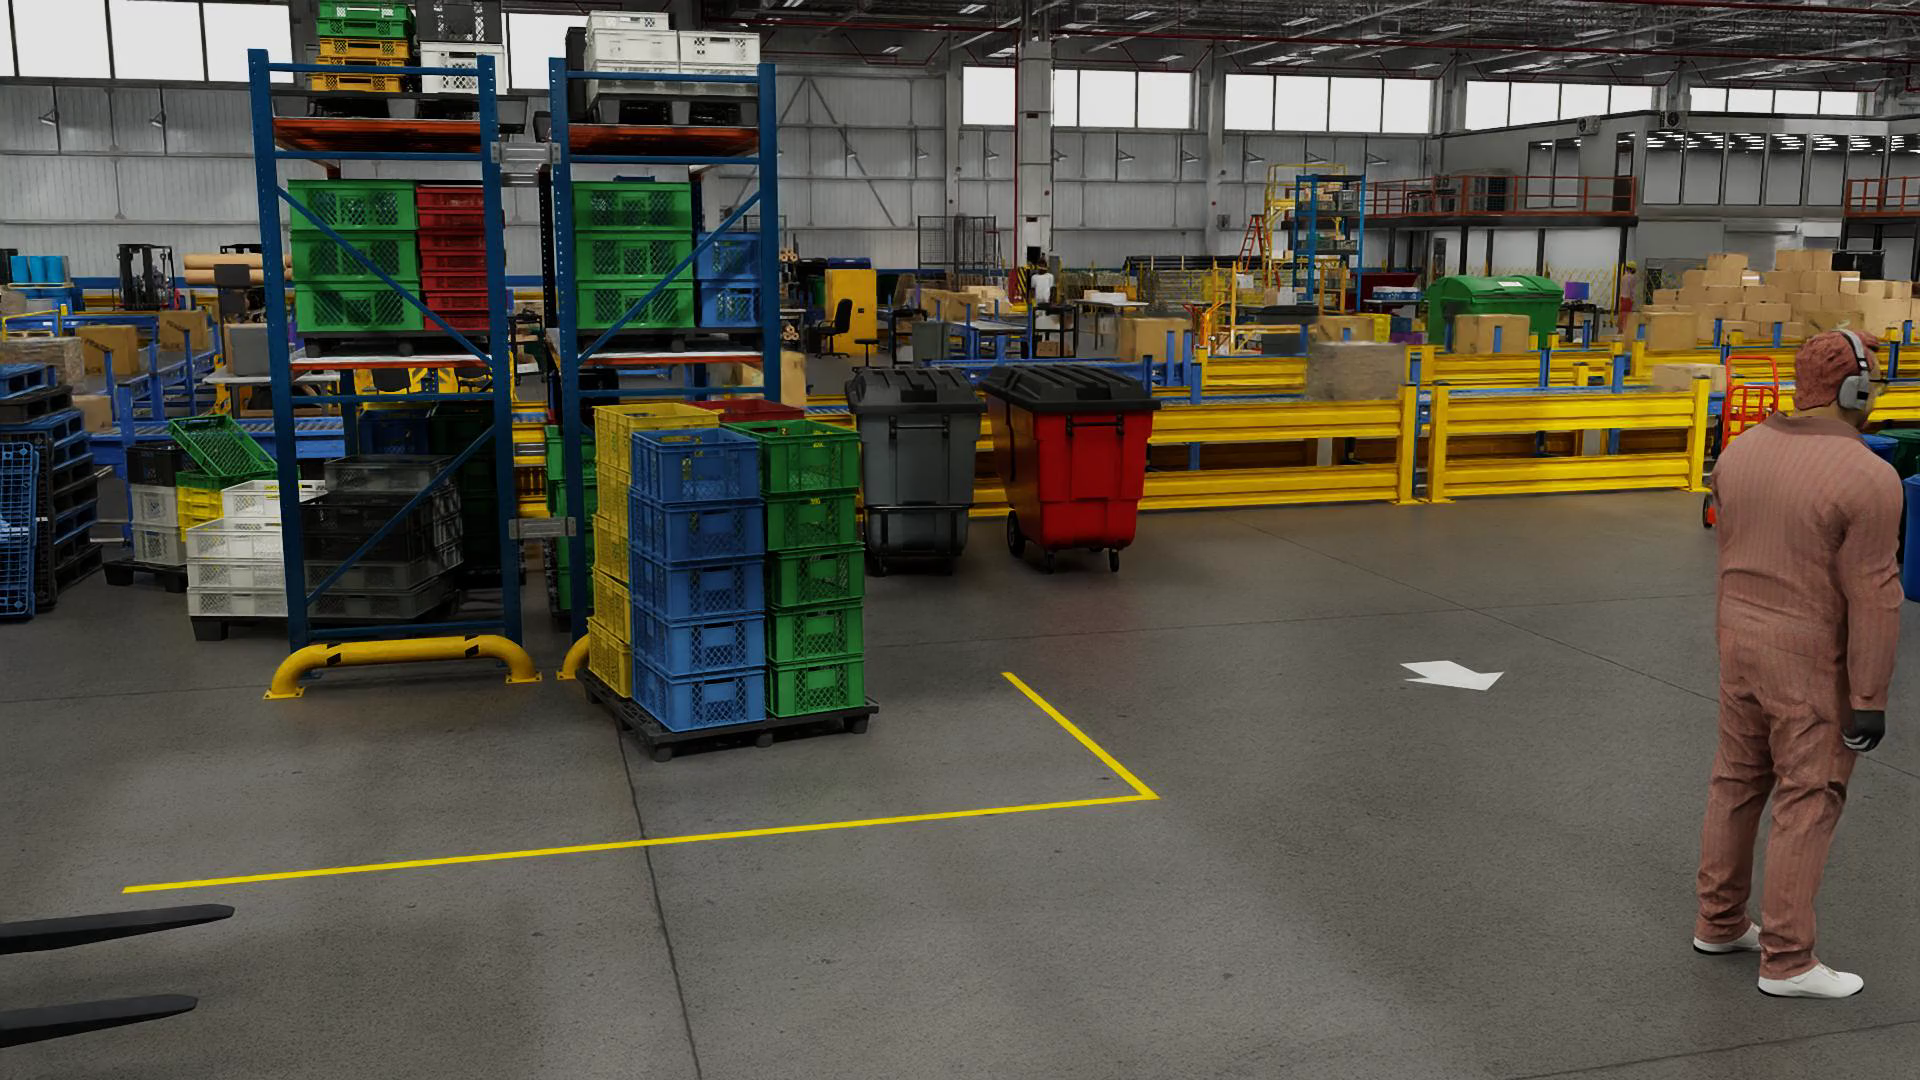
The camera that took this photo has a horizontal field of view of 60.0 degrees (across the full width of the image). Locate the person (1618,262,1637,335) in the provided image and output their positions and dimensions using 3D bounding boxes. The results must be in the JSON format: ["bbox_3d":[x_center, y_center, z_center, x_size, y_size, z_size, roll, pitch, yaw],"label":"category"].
[{"bbox_3d":[16.066,-5.802,39.984,0.327,1.761,0.522,-1,10,-7],"label":"person"}]

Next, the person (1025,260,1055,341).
[{"bbox_3d":[1.715,-5.063,35.546,0.678,1.841,0.519,3,11,19],"label":"person"}]

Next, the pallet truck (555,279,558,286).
[{"bbox_3d":[-10.604,-6.375,44.520,0.653,1.274,1.630,-3,10,-15],"label":"pallet truck"}]

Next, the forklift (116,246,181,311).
[{"bbox_3d":[-19.966,-6.232,40.894,1.157,1.987,2.680,-3,10,-15],"label":"forklift"}]

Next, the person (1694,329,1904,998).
[{"bbox_3d":[2.420,0.352,4.759,0.399,1.900,0.636,-3,10,-16],"label":"person"}]

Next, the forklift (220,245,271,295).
[{"bbox_3d":[-17.749,-6.334,41.440,1.157,1.987,2.680,-3,10,-17],"label":"forklift"}]
